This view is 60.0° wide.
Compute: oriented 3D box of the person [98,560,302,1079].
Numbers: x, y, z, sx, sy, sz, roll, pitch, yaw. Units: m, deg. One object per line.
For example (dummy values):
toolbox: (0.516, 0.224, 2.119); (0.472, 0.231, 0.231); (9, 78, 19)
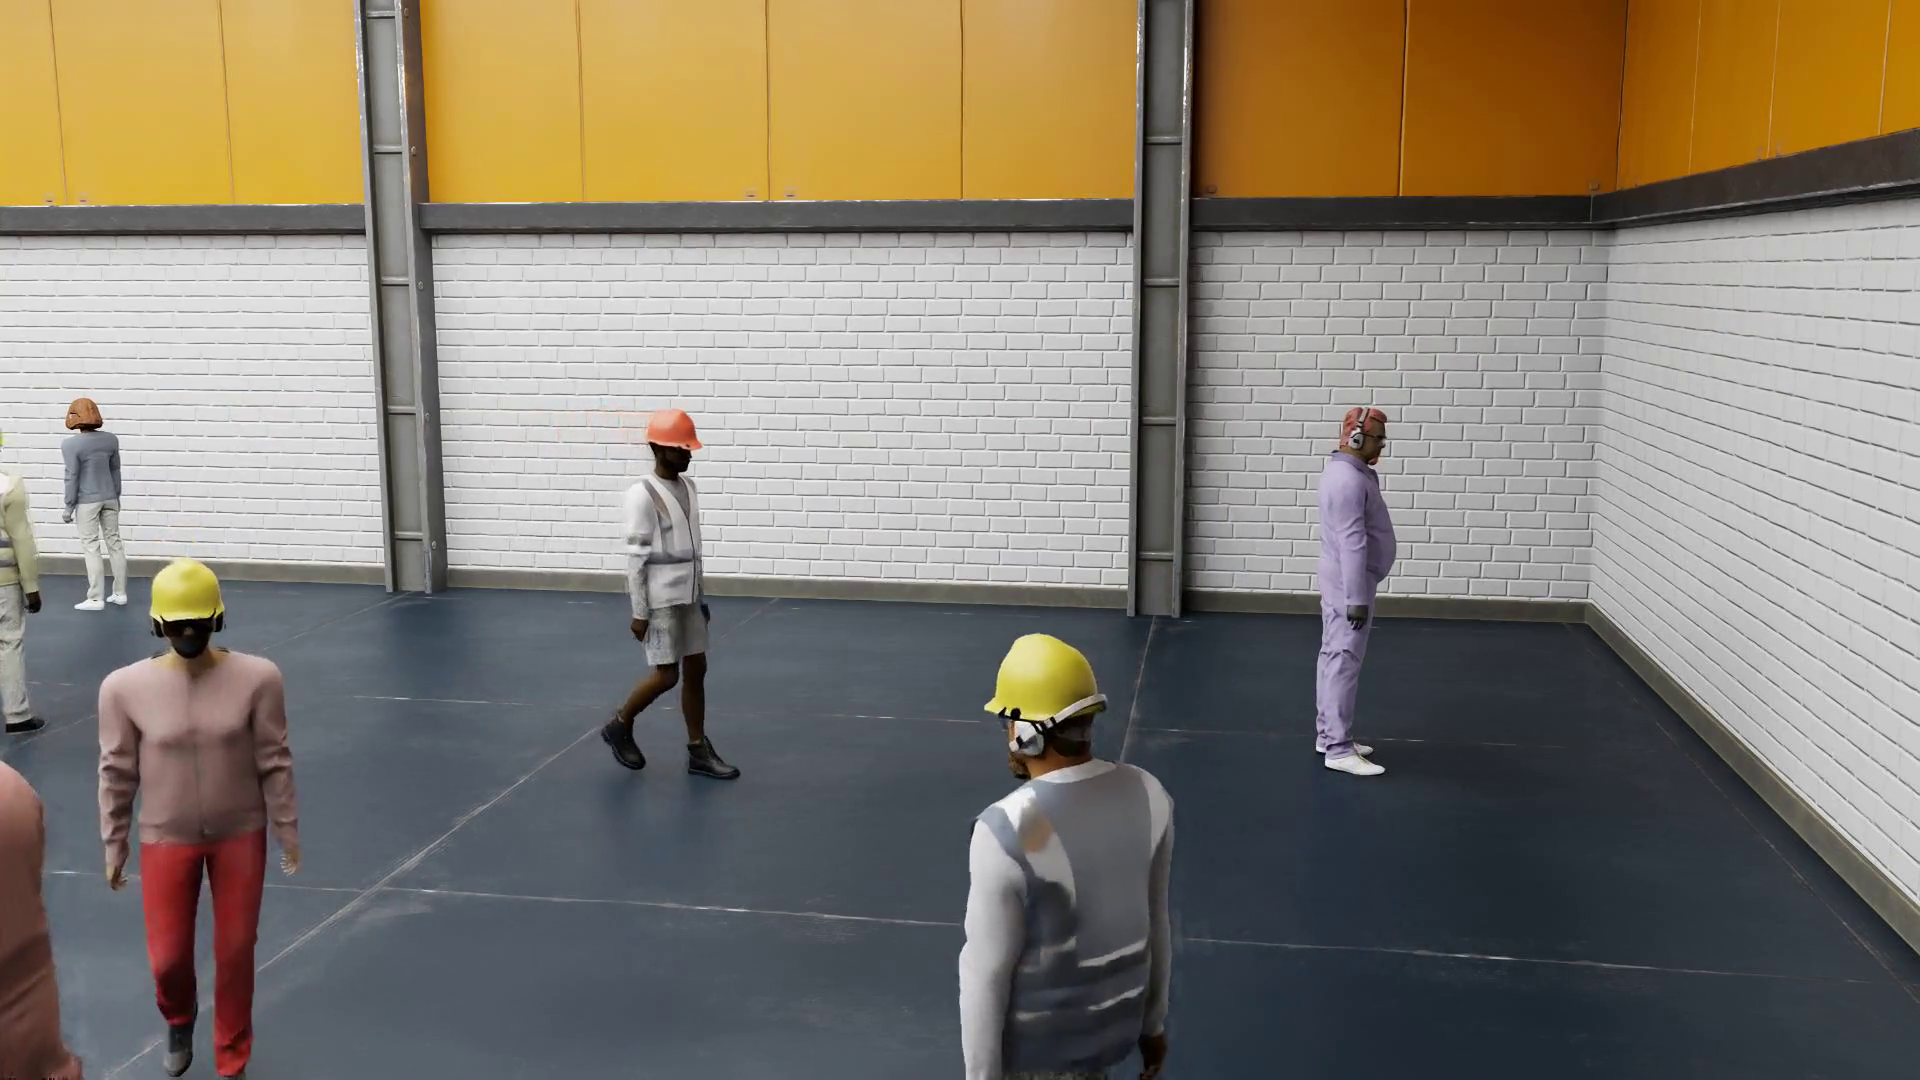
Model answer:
person: (-2.336, 0.911, 5.133); (0.551, 1.751, 0.433); (-5, 11, -29)

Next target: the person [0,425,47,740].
person: (-5.425, 0.210, 9.253); (0.615, 1.820, 0.403); (0, 9, -2)

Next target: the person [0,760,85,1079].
person: (-2.083, 1.129, 3.532); (0.999, 1.852, 0.659); (1, 9, 4)

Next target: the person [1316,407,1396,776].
person: (2.064, 0.257, 8.698); (0.406, 1.902, 0.637); (1, 9, 6)

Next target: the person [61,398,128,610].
person: (-6.674, -0.277, 12.808); (0.278, 1.634, 0.498); (4, 10, 22)

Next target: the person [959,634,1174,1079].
person: (0.275, 1.112, 3.773); (0.595, 1.797, 0.850); (-8, 12, -42)

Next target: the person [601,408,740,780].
person: (-1.494, 0.282, 8.487); (0.700, 1.921, 0.552); (4, 10, 22)
